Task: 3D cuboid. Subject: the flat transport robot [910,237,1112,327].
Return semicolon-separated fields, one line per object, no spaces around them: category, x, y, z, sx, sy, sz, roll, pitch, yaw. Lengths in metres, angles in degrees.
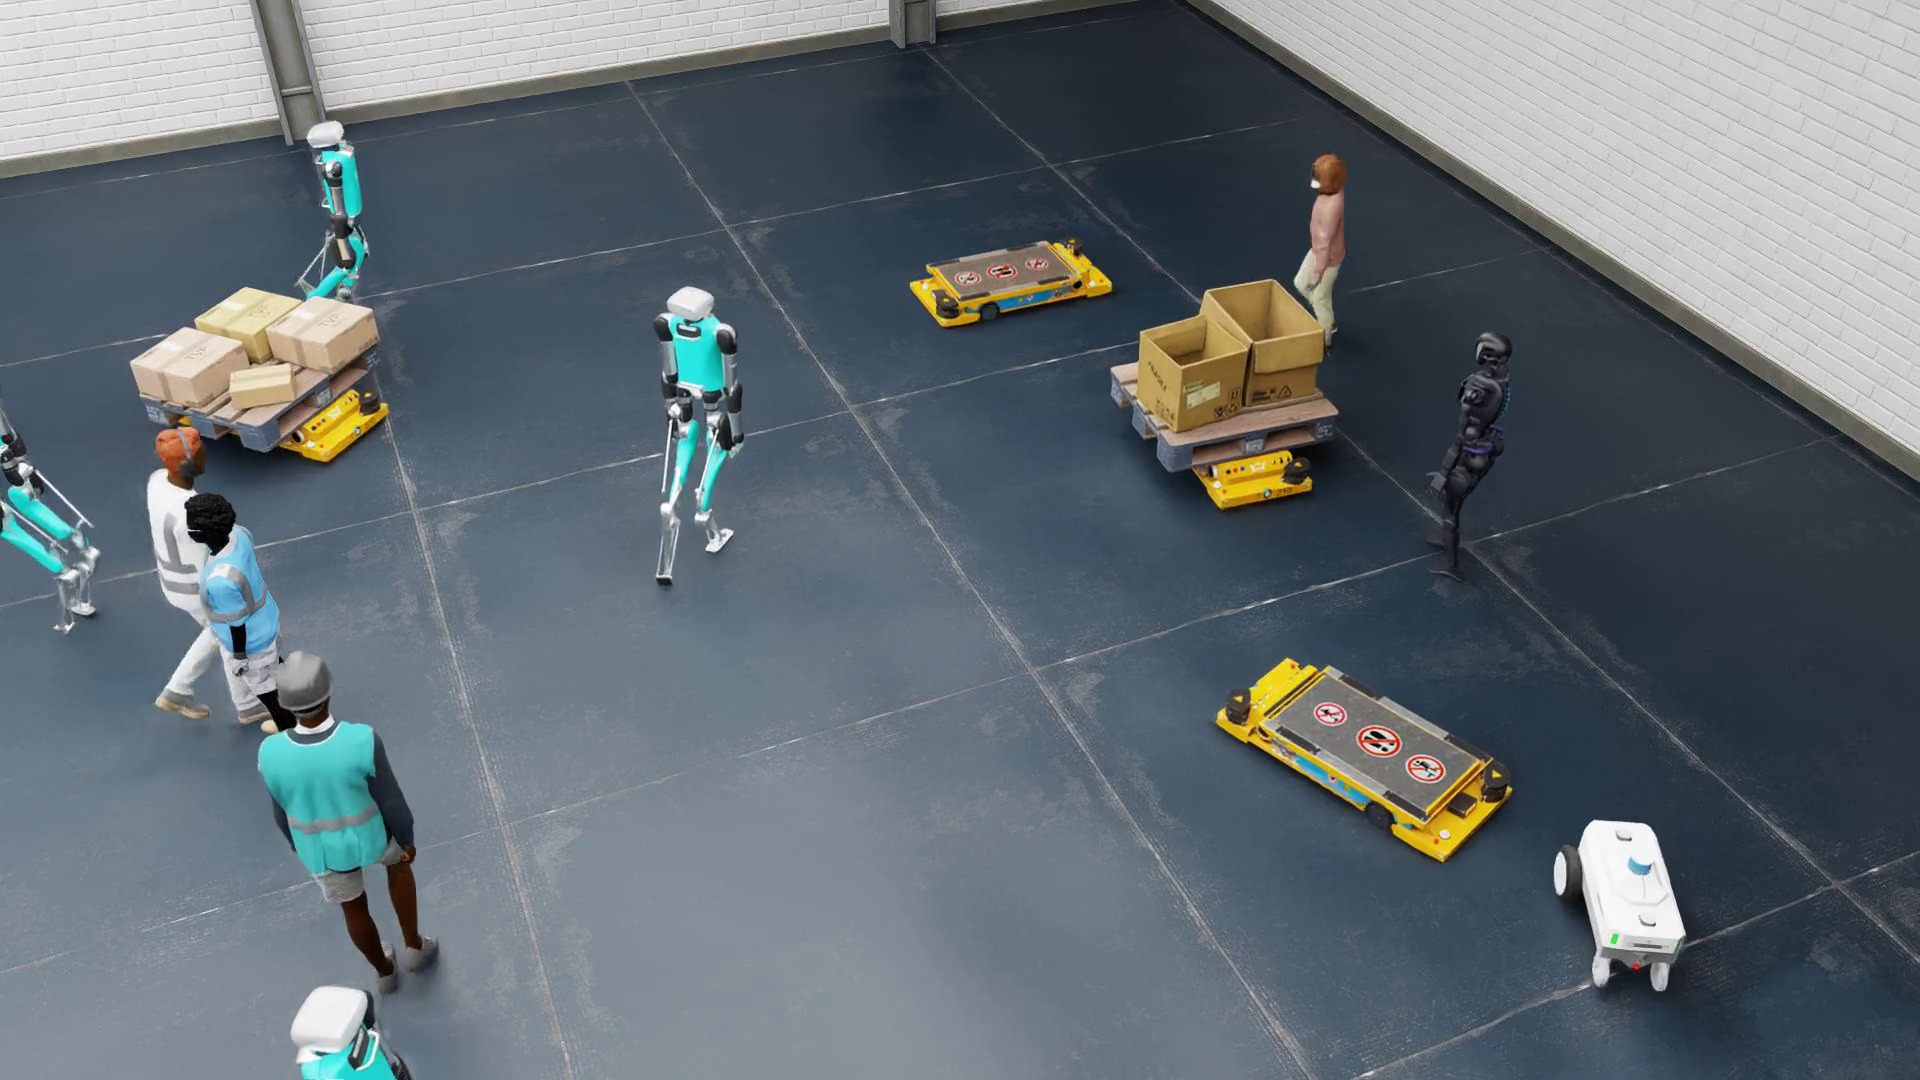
flat transport robot;0.395;-2.000;12.877;1.431;0.231;0.659;-14;40;-18

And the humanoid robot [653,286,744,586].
humanoid robot;-1.632;-0.500;9.784;0.548;1.850;0.856;15;40;18

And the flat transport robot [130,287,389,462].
flat transport robot;-4.745;-0.925;11.477;1.431;0.231;0.659;14;40;18

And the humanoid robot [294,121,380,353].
humanoid robot;-4.456;-2.029;11.792;0.697;1.885;0.566;-4;38;-6

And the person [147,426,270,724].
person;-3.994;0.253;8.646;0.562;1.862;0.579;-25;44;-29

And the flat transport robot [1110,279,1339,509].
flat transport robot;1.759;-0.731;11.225;0.659;0.231;1.431;-12;39;-15

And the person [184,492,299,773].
person;-3.639;0.464;8.495;0.318;1.699;0.534;-8;38;-10

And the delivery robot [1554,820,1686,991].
delivery robot;3.146;1.686;7.860;0.499;0.614;0.815;4;38;5

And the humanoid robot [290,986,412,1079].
humanoid robot;-1.778;2.280;6.119;0.957;1.786;0.559;-2;38;-3

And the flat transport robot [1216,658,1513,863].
flat transport robot;2.133;1.110;8.829;1.431;0.231;0.659;31;47;34

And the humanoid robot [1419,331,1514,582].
humanoid robot;2.941;-0.493;9.759;0.419;1.656;0.611;27;45;30

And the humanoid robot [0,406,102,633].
humanoid robot;-5.200;-0.175;9.312;0.667;1.816;0.539;9;38;11

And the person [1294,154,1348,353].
person;2.570;-1.998;11.766;0.393;1.608;0.531;2;38;2

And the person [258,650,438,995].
person;-2.677;1.273;7.266;0.563;1.922;0.498;-11;39;-13
